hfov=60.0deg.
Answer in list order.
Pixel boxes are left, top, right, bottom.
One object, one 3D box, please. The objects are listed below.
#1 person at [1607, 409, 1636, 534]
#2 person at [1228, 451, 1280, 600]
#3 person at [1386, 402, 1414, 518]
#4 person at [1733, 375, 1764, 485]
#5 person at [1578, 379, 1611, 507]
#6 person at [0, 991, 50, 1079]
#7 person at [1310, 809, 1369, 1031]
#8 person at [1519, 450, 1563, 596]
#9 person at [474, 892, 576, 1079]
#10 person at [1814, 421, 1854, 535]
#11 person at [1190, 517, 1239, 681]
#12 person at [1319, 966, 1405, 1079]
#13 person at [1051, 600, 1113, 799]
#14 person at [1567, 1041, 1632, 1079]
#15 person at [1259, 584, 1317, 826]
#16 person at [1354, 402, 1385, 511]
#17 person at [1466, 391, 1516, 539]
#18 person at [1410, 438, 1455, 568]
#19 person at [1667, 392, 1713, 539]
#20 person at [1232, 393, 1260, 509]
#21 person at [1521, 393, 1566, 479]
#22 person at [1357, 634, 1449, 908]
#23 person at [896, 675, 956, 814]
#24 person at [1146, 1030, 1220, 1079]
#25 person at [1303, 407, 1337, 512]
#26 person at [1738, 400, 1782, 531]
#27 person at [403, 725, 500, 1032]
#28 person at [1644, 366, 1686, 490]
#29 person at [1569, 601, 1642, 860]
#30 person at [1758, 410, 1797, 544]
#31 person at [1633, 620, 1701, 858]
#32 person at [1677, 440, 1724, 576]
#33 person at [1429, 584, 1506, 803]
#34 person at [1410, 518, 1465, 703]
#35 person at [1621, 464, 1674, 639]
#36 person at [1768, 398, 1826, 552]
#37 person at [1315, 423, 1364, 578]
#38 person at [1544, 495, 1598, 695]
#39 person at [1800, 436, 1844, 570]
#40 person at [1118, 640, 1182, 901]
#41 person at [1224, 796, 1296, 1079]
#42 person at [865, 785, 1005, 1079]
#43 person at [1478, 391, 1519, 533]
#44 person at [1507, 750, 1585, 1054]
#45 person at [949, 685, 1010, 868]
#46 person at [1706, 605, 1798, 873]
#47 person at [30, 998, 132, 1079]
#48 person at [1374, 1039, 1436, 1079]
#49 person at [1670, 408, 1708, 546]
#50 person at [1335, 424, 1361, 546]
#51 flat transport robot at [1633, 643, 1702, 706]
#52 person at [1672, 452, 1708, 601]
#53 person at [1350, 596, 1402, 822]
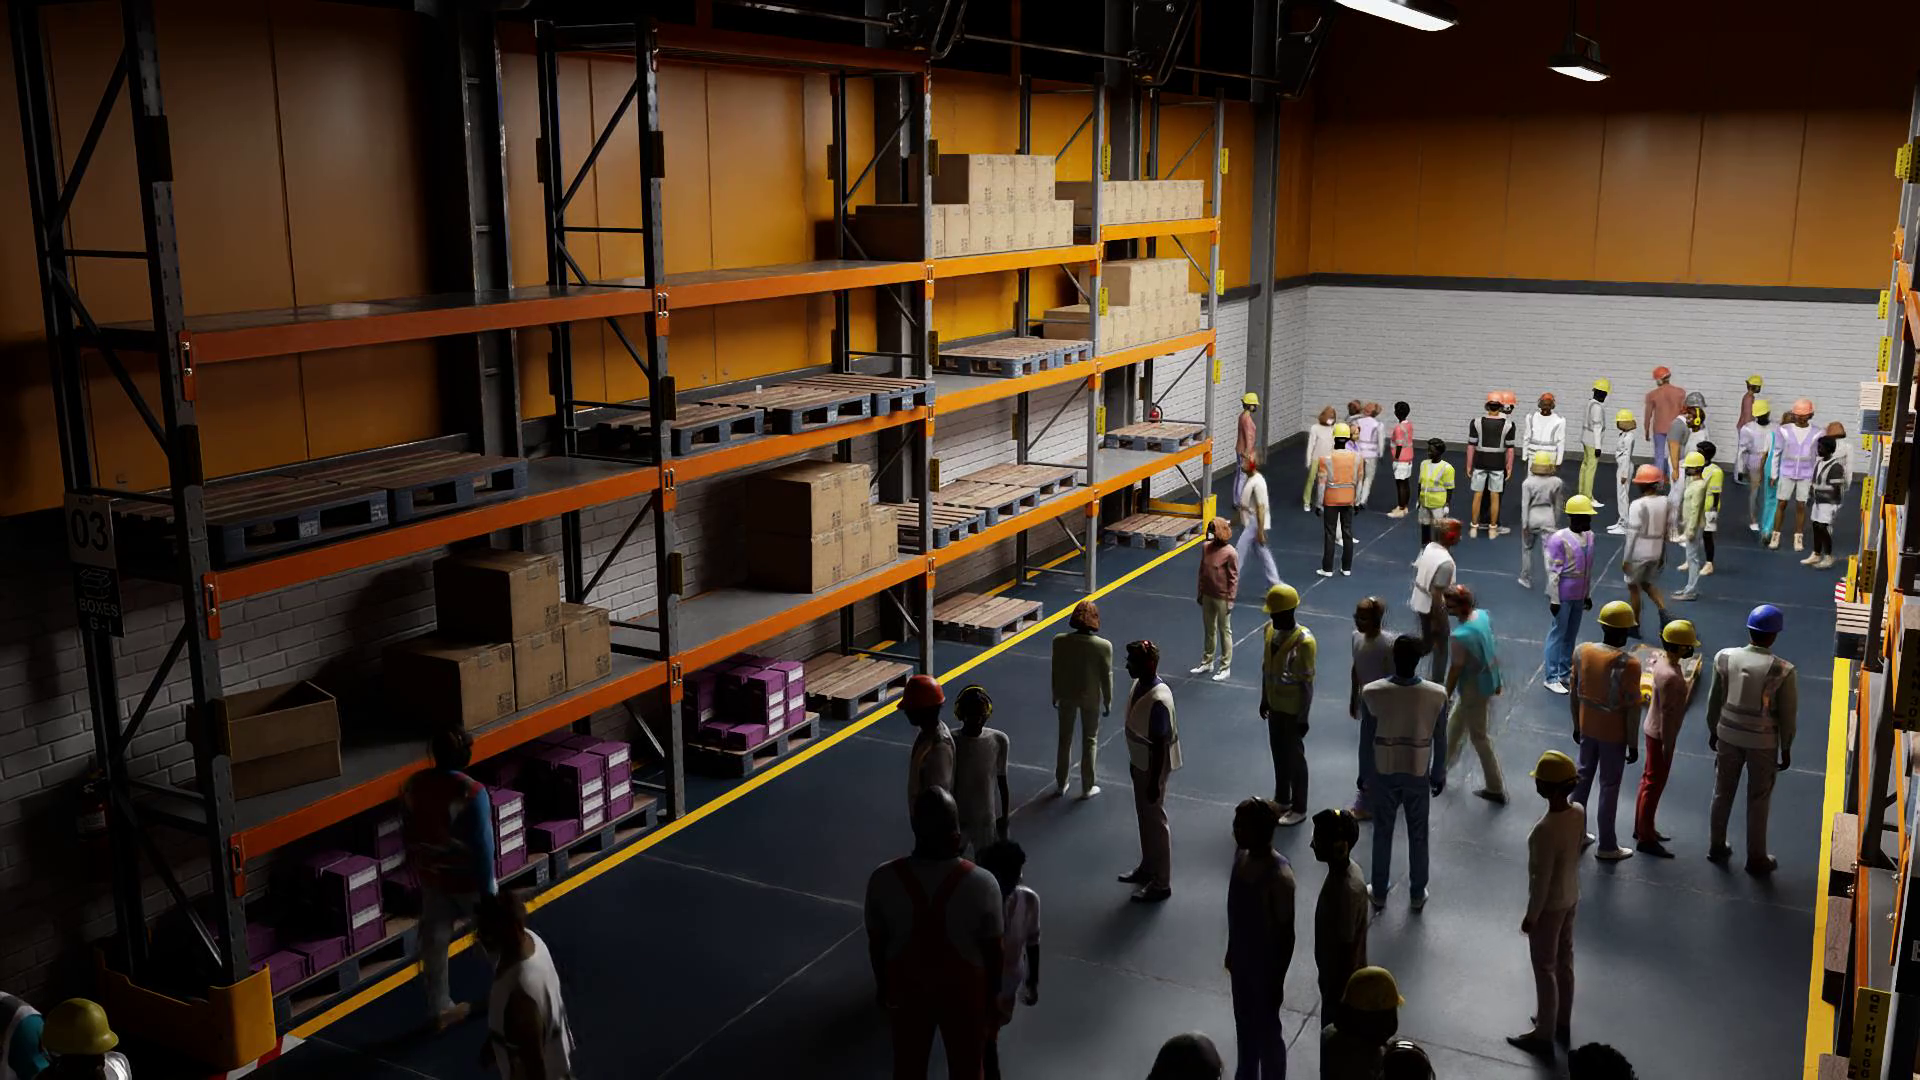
[{"bbox_3d":[9.169,-0.947,23.050,0.321,1.737,0.486,4,13,19],"label":"person"},{"bbox_3d":[3.348,-0.155,19.365,0.988,1.791,0.564,1,13,6],"label":"person"},{"bbox_3d":[6.393,-1.165,24.093,0.322,1.699,0.535,8,15,32],"label":"person"},{"bbox_3d":[12.643,-1.770,26.680,0.343,1.760,0.529,5,14,23],"label":"person"},{"bbox_3d":[9.507,-1.461,24.930,0.378,1.917,0.585,1,13,5],"label":"person"},{"bbox_3d":[-4.166,2.572,7.061,0.624,1.836,0.430,0,13,2],"label":"person"},{"bbox_3d":[1.898,2.248,8.451,0.328,1.863,0.507,1,13,6],"label":"person"},{"bbox_3d":[6.922,-0.216,19.810,0.484,1.710,0.797,1,13,6],"label":"person"},{"bbox_3d":[-2.025,2.451,7.722,1.025,1.784,0.576,-1,13,-7],"label":"person"},{"bbox_3d":[11.902,-0.819,22.749,0.500,1.612,0.572,12,17,43],"label":"person"},{"bbox_3d":[2.535,0.572,16.466,0.281,1.634,0.498,-9,15,-35],"label":"person"},{"bbox_3d":[1.685,2.624,7.062,0.338,1.735,0.488,-4,13,-18],"label":"person"},{"bbox_3d":[0.977,1.277,13.336,0.504,1.622,0.299,4,13,15],"label":"person"},{"bbox_3d":[2.248,2.786,5.944,0.618,1.917,1.019,4,13,16],"label":"person"},{"bbox_3d":[2.486,1.257,12.793,0.423,1.909,0.583,-5,14,-22],"label":"person"},{"bbox_3d":[5.973,-1.241,24.628,0.540,1.607,0.612,11,17,41],"label":"person"},{"bbox_3d":[7.229,-1.015,22.694,0.612,2.030,0.410,4,13,16],"label":"person"},{"bbox_3d":[5.940,-0.445,20.875,0.316,1.695,0.541,-8,15,-32],"label":"person"},{"bbox_3d":[9.931,-1.001,22.593,0.679,2.000,0.537,-9,15,-34],"label":"person"},{"bbox_3d":[4.232,-1.294,24.527,0.328,1.765,0.532,-1,13,-2],"label":"person"},{"bbox_3d":[8.297,-1.165,23.692,0.576,1.880,0.360,8,15,32],"label":"person"},{"bbox_3d":[3.006,1.577,11.327,0.587,1.918,0.393,2,13,11],"label":"person"},{"bbox_3d":[-0.204,1.771,10.440,0.387,1.929,0.543,-2,13,-9],"label":"person"},{"bbox_3d":[0.740,2.699,6.025,0.680,2.000,0.544,1,13,5],"label":"person"},{"bbox_3d":[5.312,-1.154,24.291,0.585,1.584,0.860,-4,13,-16],"label":"person"},{"bbox_3d":[11.086,-1.026,23.068,0.597,1.874,0.589,3,13,15],"label":"person"},{"bbox_3d":[-2.900,1.947,9.900,0.654,1.811,0.848,6,14,24],"label":"person"},{"bbox_3d":[11.054,-1.735,26.087,0.657,1.969,0.415,2,13,11],"label":"person"},{"bbox_3d":[4.726,1.382,12.178,0.369,1.927,0.587,-7,15,-30],"label":"person"},{"bbox_3d":[11.033,-0.852,22.454,0.758,1.816,0.509,-8,15,-32],"label":"person"},{"bbox_3d":[5.219,1.442,12.275,0.328,1.767,0.532,4,13,19],"label":"person"},{"bbox_3d":[9.240,-0.398,20.684,0.321,1.691,0.537,-3,13,-15],"label":"person"},{"bbox_3d":[4.009,1.202,13.307,0.891,1.783,0.655,8,15,30],"label":"person"},{"bbox_3d":[4.373,0.669,15.622,0.720,1.811,0.619,0,13,-1],"label":"person"},{"bbox_3d":[7.330,0.146,17.722,0.546,1.921,0.573,-6,14,-23],"label":"person"},{"bbox_3d":[11.035,-0.858,21.945,0.615,2.040,0.391,6,14,24],"label":"person"},{"bbox_3d":[4.671,-0.488,20.552,0.588,1.927,0.371,-2,13,-10],"label":"person"},{"bbox_3d":[5.904,0.513,16.061,0.587,1.930,0.361,-9,15,-35],"label":"person"},{"bbox_3d":[10.925,-0.479,21.047,0.368,1.687,0.572,0,13,1],"label":"person"},{"bbox_3d":[1.323,1.576,11.526,0.394,1.836,0.561,-2,13,-9],"label":"person"},{"bbox_3d":[1.543,2.206,8.673,0.325,1.843,0.517,-5,13,-20],"label":"person"},{"bbox_3d":[-0.106,2.187,8.316,0.687,2.000,0.538,2,13,8],"label":"person"},{"bbox_3d":[7.485,-1.081,23.078,0.407,1.986,0.616,-3,13,-11],"label":"person"},{"bbox_3d":[3.363,2.057,9.522,0.325,1.767,0.533,12,17,42],"label":"person"},{"bbox_3d":[0.067,1.801,10.461,0.510,1.860,0.333,-2,13,-8],"label":"person"},{"bbox_3d":[5.696,1.415,11.981,0.406,1.945,0.613,-10,16,-39],"label":"person"},{"bbox_3d":[-3.472,2.674,6.637,0.403,1.824,0.591,4,13,19],"label":"person"},{"bbox_3d":[1.638,2.750,6.255,0.504,1.840,0.342,1,13,6],"label":"person"},{"bbox_3d":[9.828,-0.823,22.245,0.408,1.871,0.574,2,13,11],"label":"person"},{"bbox_3d":[5.216,-0.743,22.336,0.310,1.642,0.514,10,16,38],"label":"person"},{"bbox_3d":[6.841,1.300,16.283,0.652,0.197,1.431,7,14,28],"label":"flat transport robot"},{"bbox_3d":[8.558,-0.162,19.473,0.339,1.762,0.525,5,14,22],"label":"person"},{"bbox_3d":[3.326,1.280,12.973,0.816,1.802,0.532,-5,14,-22],"label":"person"}]
